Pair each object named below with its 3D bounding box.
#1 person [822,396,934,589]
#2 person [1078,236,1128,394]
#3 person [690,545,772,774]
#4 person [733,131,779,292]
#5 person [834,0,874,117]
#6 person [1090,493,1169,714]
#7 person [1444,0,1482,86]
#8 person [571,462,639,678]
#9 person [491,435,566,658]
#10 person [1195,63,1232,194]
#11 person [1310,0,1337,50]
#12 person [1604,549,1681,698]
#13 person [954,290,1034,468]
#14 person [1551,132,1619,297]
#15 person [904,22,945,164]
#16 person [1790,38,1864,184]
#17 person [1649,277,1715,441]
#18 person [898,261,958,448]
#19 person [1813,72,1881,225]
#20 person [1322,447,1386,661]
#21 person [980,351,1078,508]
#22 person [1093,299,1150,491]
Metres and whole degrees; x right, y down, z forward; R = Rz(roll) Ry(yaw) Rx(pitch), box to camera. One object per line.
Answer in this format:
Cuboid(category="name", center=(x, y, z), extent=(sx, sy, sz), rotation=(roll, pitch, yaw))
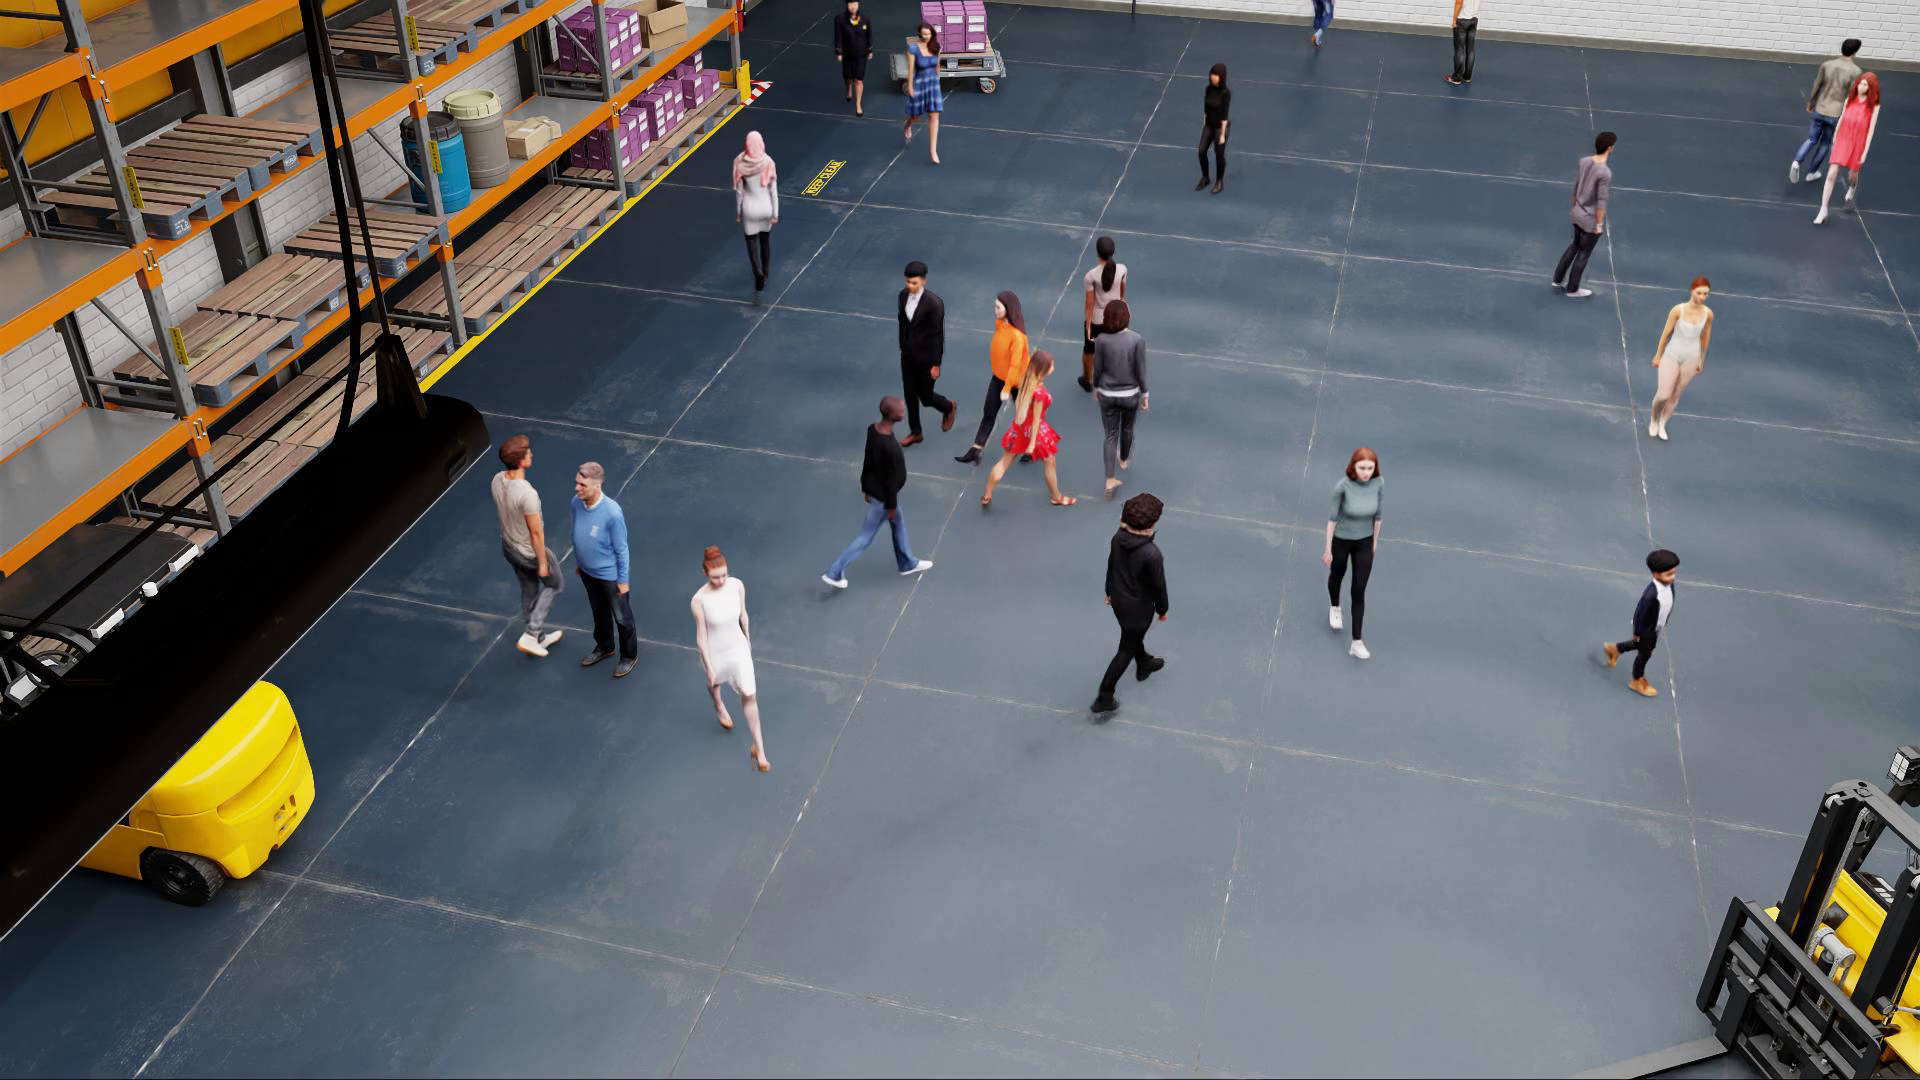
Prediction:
Cuboid(category="person", center=(-0.717, -0.337, 13.334), extent=(1.141, 1.706, 1.189), rotation=(-12, 36, -18))
Cuboid(category="person", center=(1.426, -2.031, 15.880), extent=(0.999, 1.709, 1.233), rotation=(-8, 34, -12))
Cuboid(category="person", center=(-1.704, 0.749, 11.659), extent=(1.072, 1.752, 1.132), rotation=(-19, 38, -26))
Cuboid(category="person", center=(-2.205, -3.526, 18.060), extent=(0.855, 1.786, 1.047), rotation=(-4, 34, -6))
Cuboid(category="person", center=(-1.458, -6.731, 22.994), extent=(0.865, 1.661, 0.927), rotation=(-7, 34, -10))
Cuboid(category="person", center=(1.206, 0.493, 12.048), extent=(1.202, 1.747, 1.039), rotation=(-25, 41, -33))
Cuboid(category="person", center=(7.347, -7.535, 24.082), extent=(0.717, 1.795, 0.768), rotation=(-16, 37, -23))
Cuboid(category="person", center=(-2.666, 0.189, 12.440), extent=(0.720, 1.820, 0.676), rotation=(20, 39, 27))
Cuboid(category="person", center=(-3.331, 0.108, 12.511), extent=(0.790, 1.877, 0.858), rotation=(24, 40, 31))
Cuboid(category="person", center=(3.226, -5.106, 20.581), extent=(0.695, 1.627, 0.730), rotation=(26, 41, 33))
Cuboid(category="person", center=(5.514, -8.273, 25.358), extent=(0.750, 1.612, 0.795), rotation=(23, 40, 31))
Cuboid(category="person", center=(5.106, 0.574, 12.406), extent=(0.763, 1.216, 0.779), rotation=(-25, 41, -33))
Cuboid(category="person", center=(0.541, -1.438, 14.987), extent=(1.138, 1.710, 1.074), rotation=(-19, 38, -26))
Cuboid(category="person", center=(6.769, -3.500, 17.967), extent=(0.868, 1.844, 0.770), rotation=(-9, 35, -14))
Cuboid(category="person", center=(-0.486, -5.803, 21.487), extent=(1.035, 1.785, 1.129), rotation=(-15, 36, -21))
Cuboid(category="person", center=(10.747, -5.277, 20.648), extent=(1.140, 1.836, 1.006), rotation=(-29, 43, -36))
Cuboid(category="person", center=(6.675, -1.715, 15.471), extent=(0.617, 1.635, 0.605), rotation=(3, 34, 4))
Cuboid(category="person", center=(-0.289, -1.726, 15.280), extent=(1.036, 1.864, 0.940), rotation=(-29, 43, -36))
Cuboid(category="person", center=(10.599, -4.650, 19.732), extent=(0.913, 1.806, 1.113), rotation=(29, 43, 36))
Cuboid(category="person", center=(2.992, -0.004, 12.829), extent=(0.827, 1.710, 1.115), rotation=(-1, 34, -2))
Cuboid(category="person", center=(0.516, -0.903, 14.332), extent=(1.077, 1.544, 1.070), rotation=(-17, 37, -24))
Cuboid(category="person", center=(1.390, -1.238, 14.666), extent=(0.763, 1.732, 1.052), rotation=(6, 34, 8))
